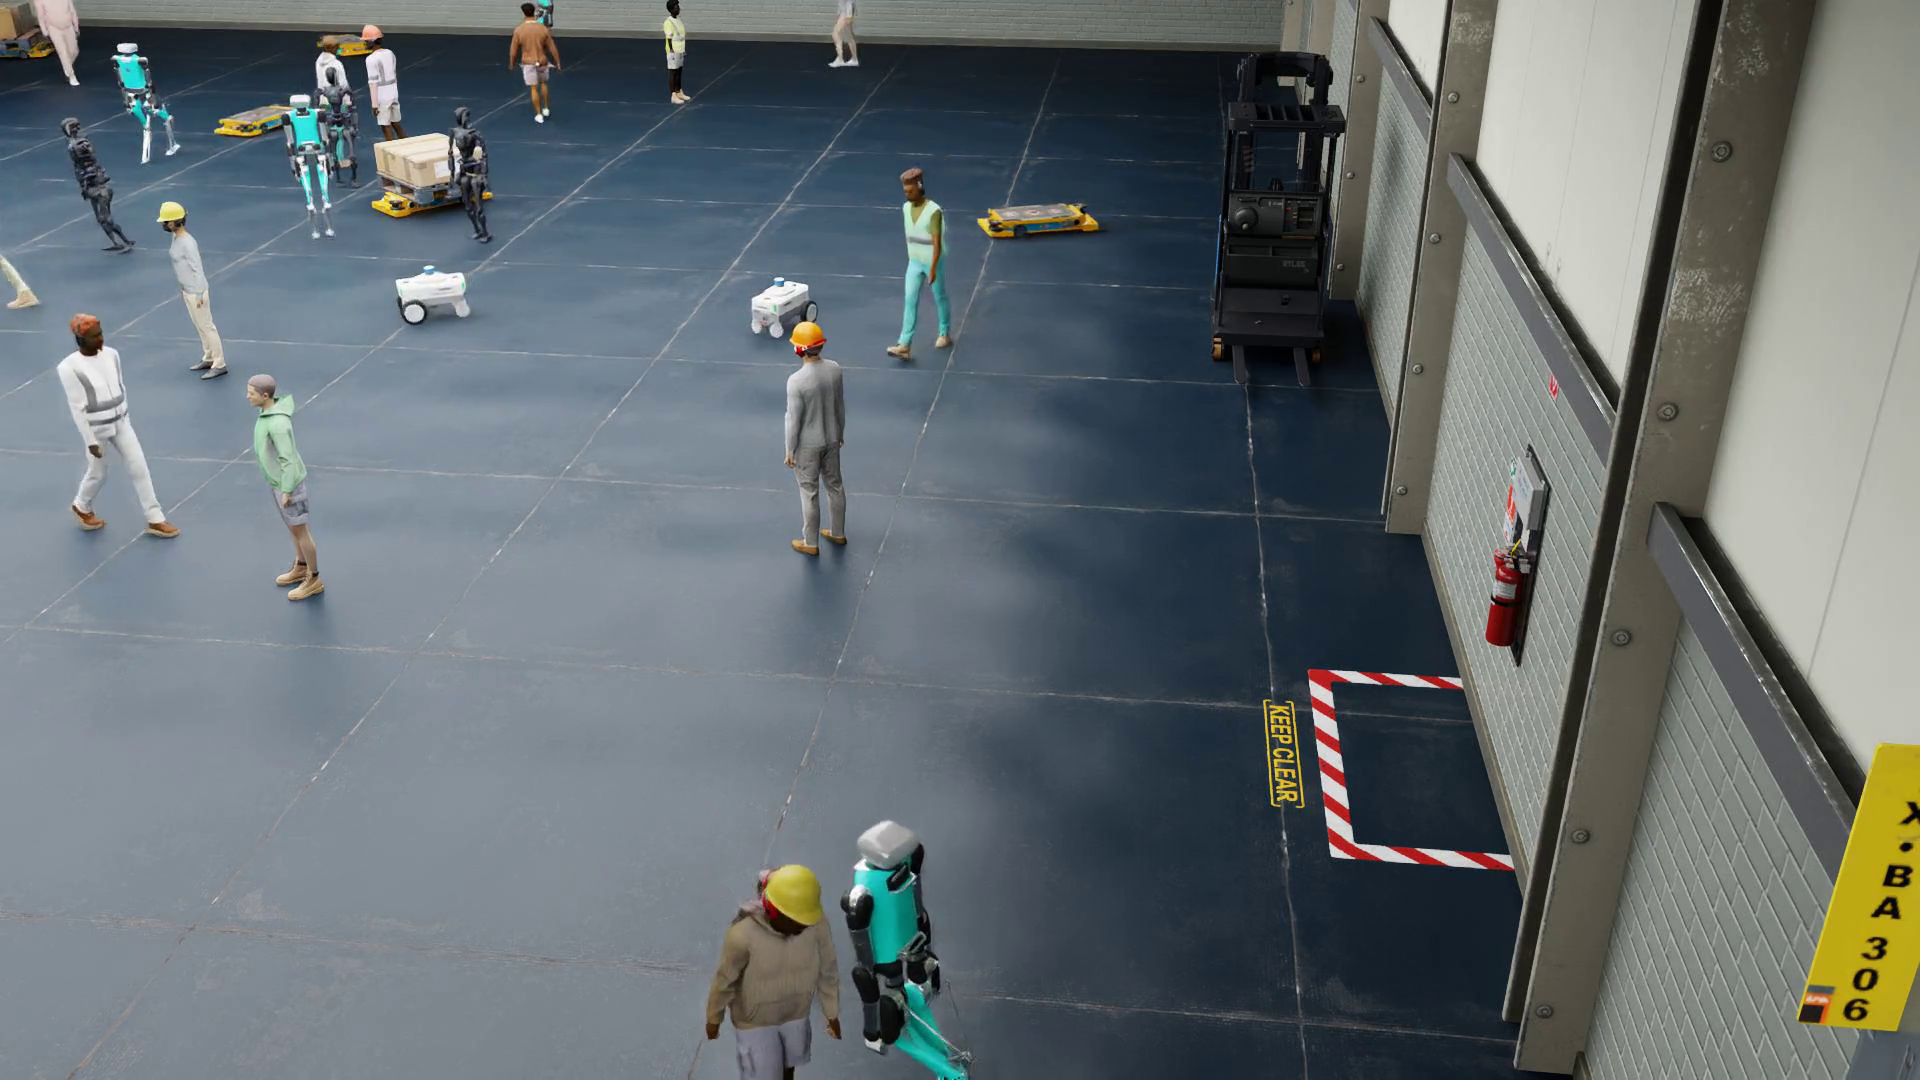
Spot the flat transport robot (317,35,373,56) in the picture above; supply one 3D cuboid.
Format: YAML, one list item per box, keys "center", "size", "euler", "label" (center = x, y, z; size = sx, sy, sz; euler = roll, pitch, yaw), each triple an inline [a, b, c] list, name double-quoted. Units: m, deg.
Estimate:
- center: [-11.947, -9.623, 32.349]
  size: [0.659, 0.231, 1.431]
  euler: [-19, 32, -33]
  label: "flat transport robot"

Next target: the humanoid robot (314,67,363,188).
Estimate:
- center: [-8.562, -5.693, 22.929]
  size: [0.584, 1.643, 0.377]
  euler: [-9, 28, -17]
  label: "humanoid robot"

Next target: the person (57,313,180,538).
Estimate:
- center: [-6.794, -0.902, 13.171]
  size: [0.907, 1.854, 0.570]
  euler: [11, 29, 21]
  label: "person"

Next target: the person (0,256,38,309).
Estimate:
- center: [-10.752, -3.336, 18.056]
  size: [1.019, 1.842, 0.519]
  euler: [-11, 29, -22]
  label: "person"

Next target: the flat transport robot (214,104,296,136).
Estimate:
- center: [-11.105, -6.672, 26.458]
  size: [0.659, 0.231, 1.431]
  euler: [9, 28, 17]
  label: "flat transport robot"

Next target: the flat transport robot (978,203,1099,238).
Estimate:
- center: [0.997, -4.092, 21.307]
  size: [1.431, 0.231, 0.659]
  euler: [-6, 27, -13]
  label: "flat transport robot"

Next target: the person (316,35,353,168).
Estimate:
- center: [-8.932, -6.290, 23.881]
  size: [0.515, 1.888, 0.435]
  euler: [17, 31, 30]
  label: "person"

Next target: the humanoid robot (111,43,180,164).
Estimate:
- center: [-11.894, -6.461, 24.450]
  size: [0.547, 1.767, 0.922]
  euler: [3, 27, 5]
  label: "humanoid robot"

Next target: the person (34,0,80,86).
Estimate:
- center: [-15.877, -9.014, 29.332]
  size: [0.733, 1.885, 0.648]
  euler: [22, 34, 36]
  label: "person"

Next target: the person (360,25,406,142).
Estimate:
- center: [-8.251, -6.316, 23.787]
  size: [0.414, 2.034, 0.601]
  euler: [6, 27, 12]
  label: "person"

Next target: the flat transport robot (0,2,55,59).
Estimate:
- center: [-18.197, -9.361, 31.827]
  size: [1.431, 0.231, 0.659]
  euler: [-6, 27, -12]
  label: "flat transport robot"

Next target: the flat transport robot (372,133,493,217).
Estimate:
- center: [-7.093, -4.616, 22.353]
  size: [1.431, 0.231, 0.659]
  euler: [-23, 35, -38]
  label: "flat transport robot"

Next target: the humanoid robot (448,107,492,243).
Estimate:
- center: [-6.076, -4.528, 20.600]
  size: [0.601, 1.652, 0.373]
  euler: [10, 28, 19]
  label: "humanoid robot"

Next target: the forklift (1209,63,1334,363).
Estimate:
- center: [3.241, -3.477, 17.183]
  size: [1.129, 2.768, 1.873]
  euler: [3, 27, 6]
  label: "forklift"

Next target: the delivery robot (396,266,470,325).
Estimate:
- center: [-5.786, -2.696, 18.198]
  size: [0.791, 0.592, 0.499]
  euler: [-10, 28, -20]
  label: "delivery robot"

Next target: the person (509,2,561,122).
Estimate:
- center: [-6.857, -7.712, 26.792]
  size: [0.761, 1.831, 0.765]
  euler: [-11, 29, -21]
  label: "person"

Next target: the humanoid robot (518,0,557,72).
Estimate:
- center: [-7.806, -9.414, 30.318]
  size: [0.959, 1.781, 0.551]
  euler: [-17, 31, -30]
  label: "humanoid robot"

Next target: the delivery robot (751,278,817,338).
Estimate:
- center: [-1.925, -2.522, 17.841]
  size: [0.518, 0.582, 0.744]
  euler: [13, 29, 24]
  label: "delivery robot"

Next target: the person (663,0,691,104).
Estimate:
- center: [-4.766, -8.213, 27.940]
  size: [0.318, 1.696, 0.533]
  euler: [6, 27, 12]
  label: "person"

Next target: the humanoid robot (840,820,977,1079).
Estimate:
- center: [-0.087, 2.105, 7.343]
  size: [0.894, 1.774, 0.535]
  euler: [14, 30, 26]
  label: "humanoid robot"

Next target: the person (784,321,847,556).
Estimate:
- center: [-1.125, -0.787, 12.910]
  size: [0.569, 1.890, 0.377]
  euler: [-22, 34, -37]
  label: "person"

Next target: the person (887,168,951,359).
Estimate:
- center: [-0.404, -2.799, 16.887]
  size: [0.512, 1.912, 1.043]
  euler: [14, 30, 25]
  label: "person"

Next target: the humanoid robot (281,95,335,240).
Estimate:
- center: [-8.005, -4.571, 20.576]
  size: [0.532, 1.761, 0.661]
  euler: [-9, 28, -18]
  label: "humanoid robot"

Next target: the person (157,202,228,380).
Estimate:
- center: [-7.576, -2.457, 16.371]
  size: [0.324, 1.766, 0.532]
  euler: [-20, 33, -34]
  label: "person"

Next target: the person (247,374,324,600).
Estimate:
- center: [-4.995, -0.408, 12.307]
  size: [0.342, 1.743, 0.475]
  euler: [-17, 31, -30]
  label: "person"

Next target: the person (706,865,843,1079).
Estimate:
- center: [-0.801, 2.112, 7.304]
  size: [0.581, 1.722, 0.518]
  euler: [-12, 29, -23]
  label: "person"

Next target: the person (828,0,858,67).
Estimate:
- center: [-2.220, -9.692, 30.716]
  size: [0.726, 1.847, 0.526]
  euler: [-4, 27, -8]
  label: "person"

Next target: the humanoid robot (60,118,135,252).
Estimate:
- center: [-10.470, -4.306, 20.164]
  size: [0.609, 1.635, 0.435]
  euler: [17, 31, 31]
  label: "humanoid robot"
